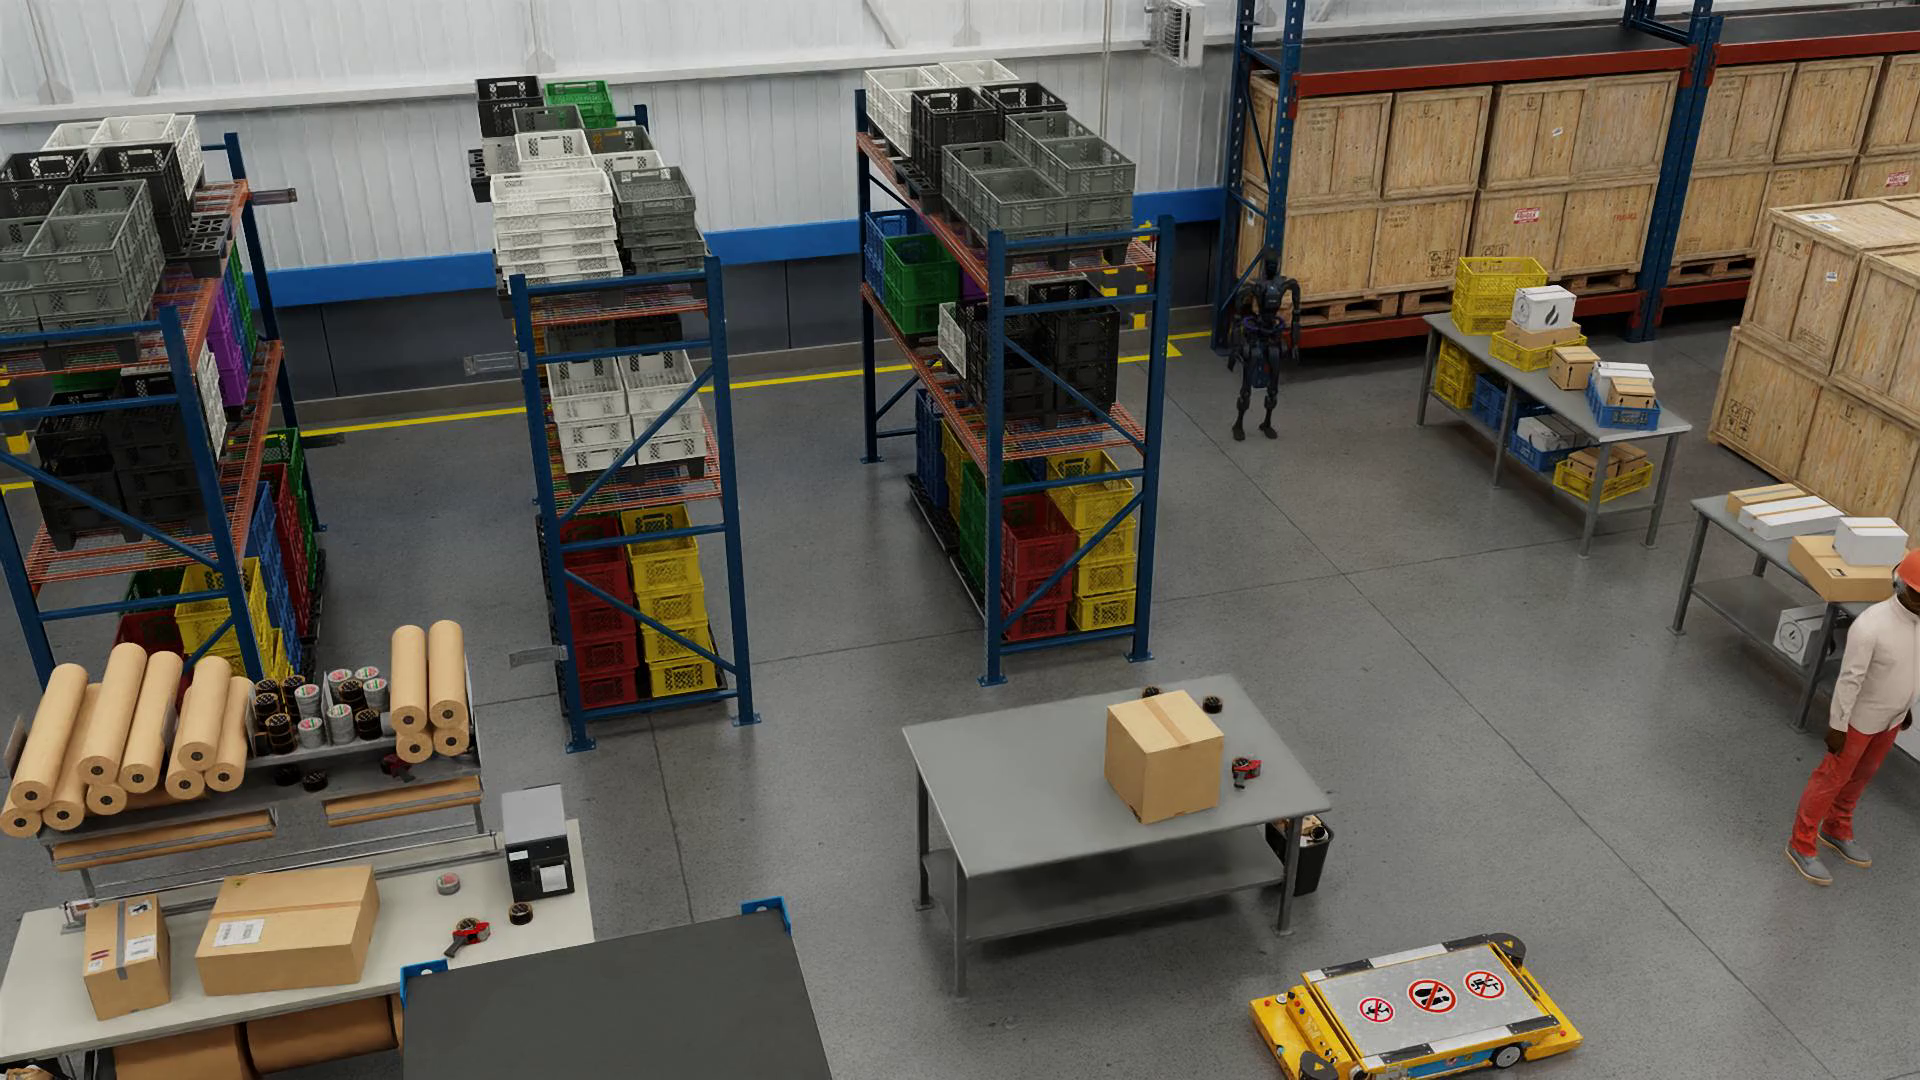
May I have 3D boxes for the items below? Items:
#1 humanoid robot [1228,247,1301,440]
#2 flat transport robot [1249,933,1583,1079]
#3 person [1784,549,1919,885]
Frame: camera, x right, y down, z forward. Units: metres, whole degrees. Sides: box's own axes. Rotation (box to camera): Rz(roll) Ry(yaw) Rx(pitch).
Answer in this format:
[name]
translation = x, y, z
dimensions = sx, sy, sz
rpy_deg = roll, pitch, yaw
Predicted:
[humanoid robot]
translation = 2.494, -1.610, 13.622
dimensions = 0.594, 1.650, 0.328
rpy_deg = -4, 29, -7
[flat transport robot]
translation = 2.184, 2.282, 7.980
dimensions = 1.431, 0.197, 0.652
rpy_deg = -8, 30, -14
[person]
translation = 4.796, 0.909, 8.719
dimensions = 0.621, 1.990, 0.388
rpy_deg = -14, 32, -23
